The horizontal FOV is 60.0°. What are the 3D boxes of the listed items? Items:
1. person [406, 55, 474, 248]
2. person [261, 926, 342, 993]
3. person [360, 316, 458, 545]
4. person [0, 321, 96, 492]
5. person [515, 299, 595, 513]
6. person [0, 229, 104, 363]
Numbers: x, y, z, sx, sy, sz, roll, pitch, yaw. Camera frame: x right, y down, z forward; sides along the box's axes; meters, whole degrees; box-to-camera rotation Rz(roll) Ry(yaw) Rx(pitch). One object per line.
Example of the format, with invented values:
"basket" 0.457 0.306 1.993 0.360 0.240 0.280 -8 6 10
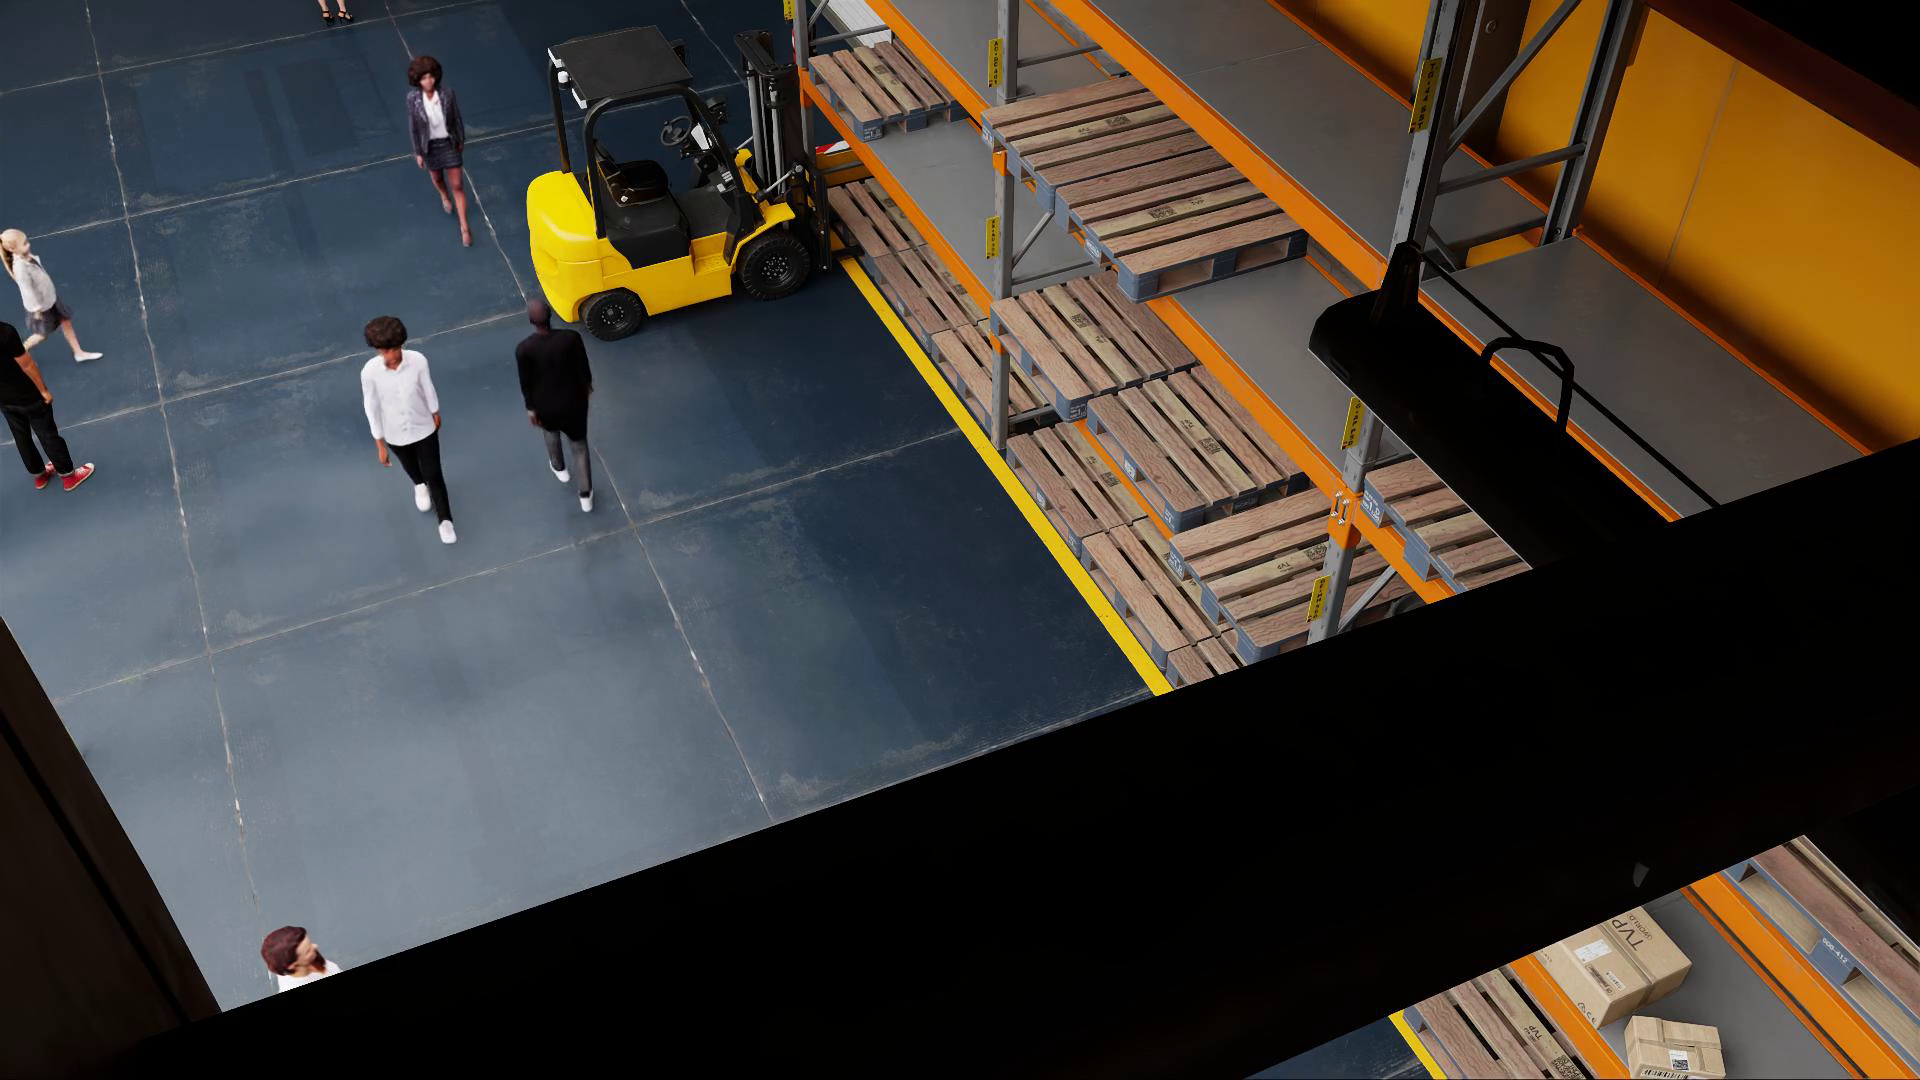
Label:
"person" -4.591 -3.466 14.623 0.701 1.658 1.061 -12 45 -12
"person" -3.136 2.492 8.270 0.678 1.795 0.477 -22 48 -21
"person" -3.946 -0.864 11.819 0.672 1.759 1.097 -14 45 -15
"person" -6.854 -1.097 12.065 0.708 1.757 0.720 5 44 5
"person" -2.838 -0.912 11.882 0.715 1.741 0.904 -12 45 -12
"person" -7.410 -1.903 13.274 0.727 1.255 0.853 -5 44 -6
